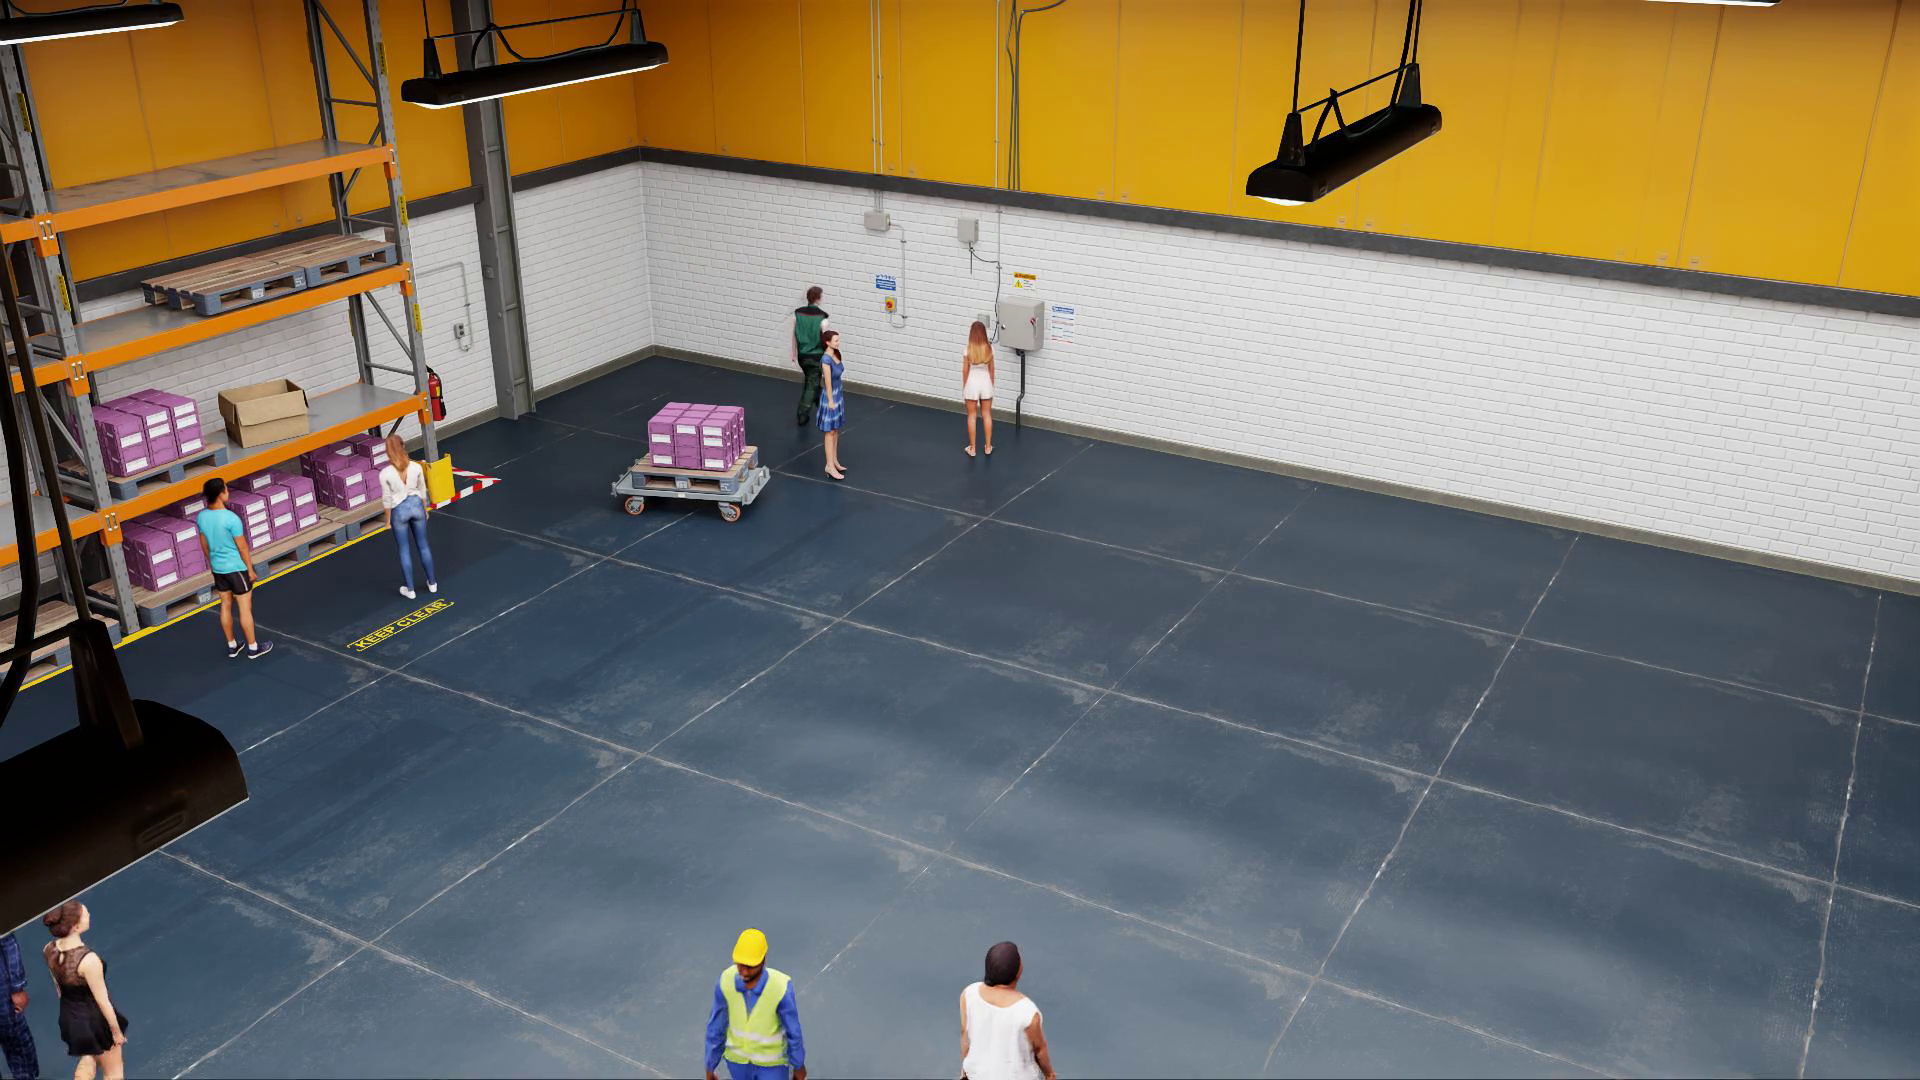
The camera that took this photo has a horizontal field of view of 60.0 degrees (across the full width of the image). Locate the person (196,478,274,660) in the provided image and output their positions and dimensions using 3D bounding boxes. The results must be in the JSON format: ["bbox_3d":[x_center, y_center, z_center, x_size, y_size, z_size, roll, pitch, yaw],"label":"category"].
[{"bbox_3d":[-6.827,0.270,15.533,0.675,1.776,0.618,6,24,13],"label":"person"}]

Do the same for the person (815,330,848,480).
[{"bbox_3d":[-1.513,-1.628,19.837,0.807,1.806,0.664,2,24,4],"label":"person"}]

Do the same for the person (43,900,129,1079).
[{"bbox_3d":[-5.182,2.859,9.748,0.615,1.666,0.690,11,26,23],"label":"person"}]

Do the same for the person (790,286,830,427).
[{"bbox_3d":[-1.945,-2.335,21.498,0.763,1.771,1.181,8,25,18],"label":"person"}]

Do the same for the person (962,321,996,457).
[{"bbox_3d":[0.234,-1.876,20.542,0.669,1.696,0.722,-4,24,-9],"label":"person"}]

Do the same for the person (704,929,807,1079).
[{"bbox_3d":[-1.108,2.909,9.488,0.837,1.783,1.066,8,25,17],"label":"person"}]

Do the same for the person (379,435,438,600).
[{"bbox_3d":[-5.571,-0.249,16.780,0.602,1.728,0.741,-16,28,-32],"label":"person"}]

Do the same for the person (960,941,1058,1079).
[{"bbox_3d":[0.216,3.043,9.351,0.772,1.646,1.122,18,30,36],"label":"person"}]
